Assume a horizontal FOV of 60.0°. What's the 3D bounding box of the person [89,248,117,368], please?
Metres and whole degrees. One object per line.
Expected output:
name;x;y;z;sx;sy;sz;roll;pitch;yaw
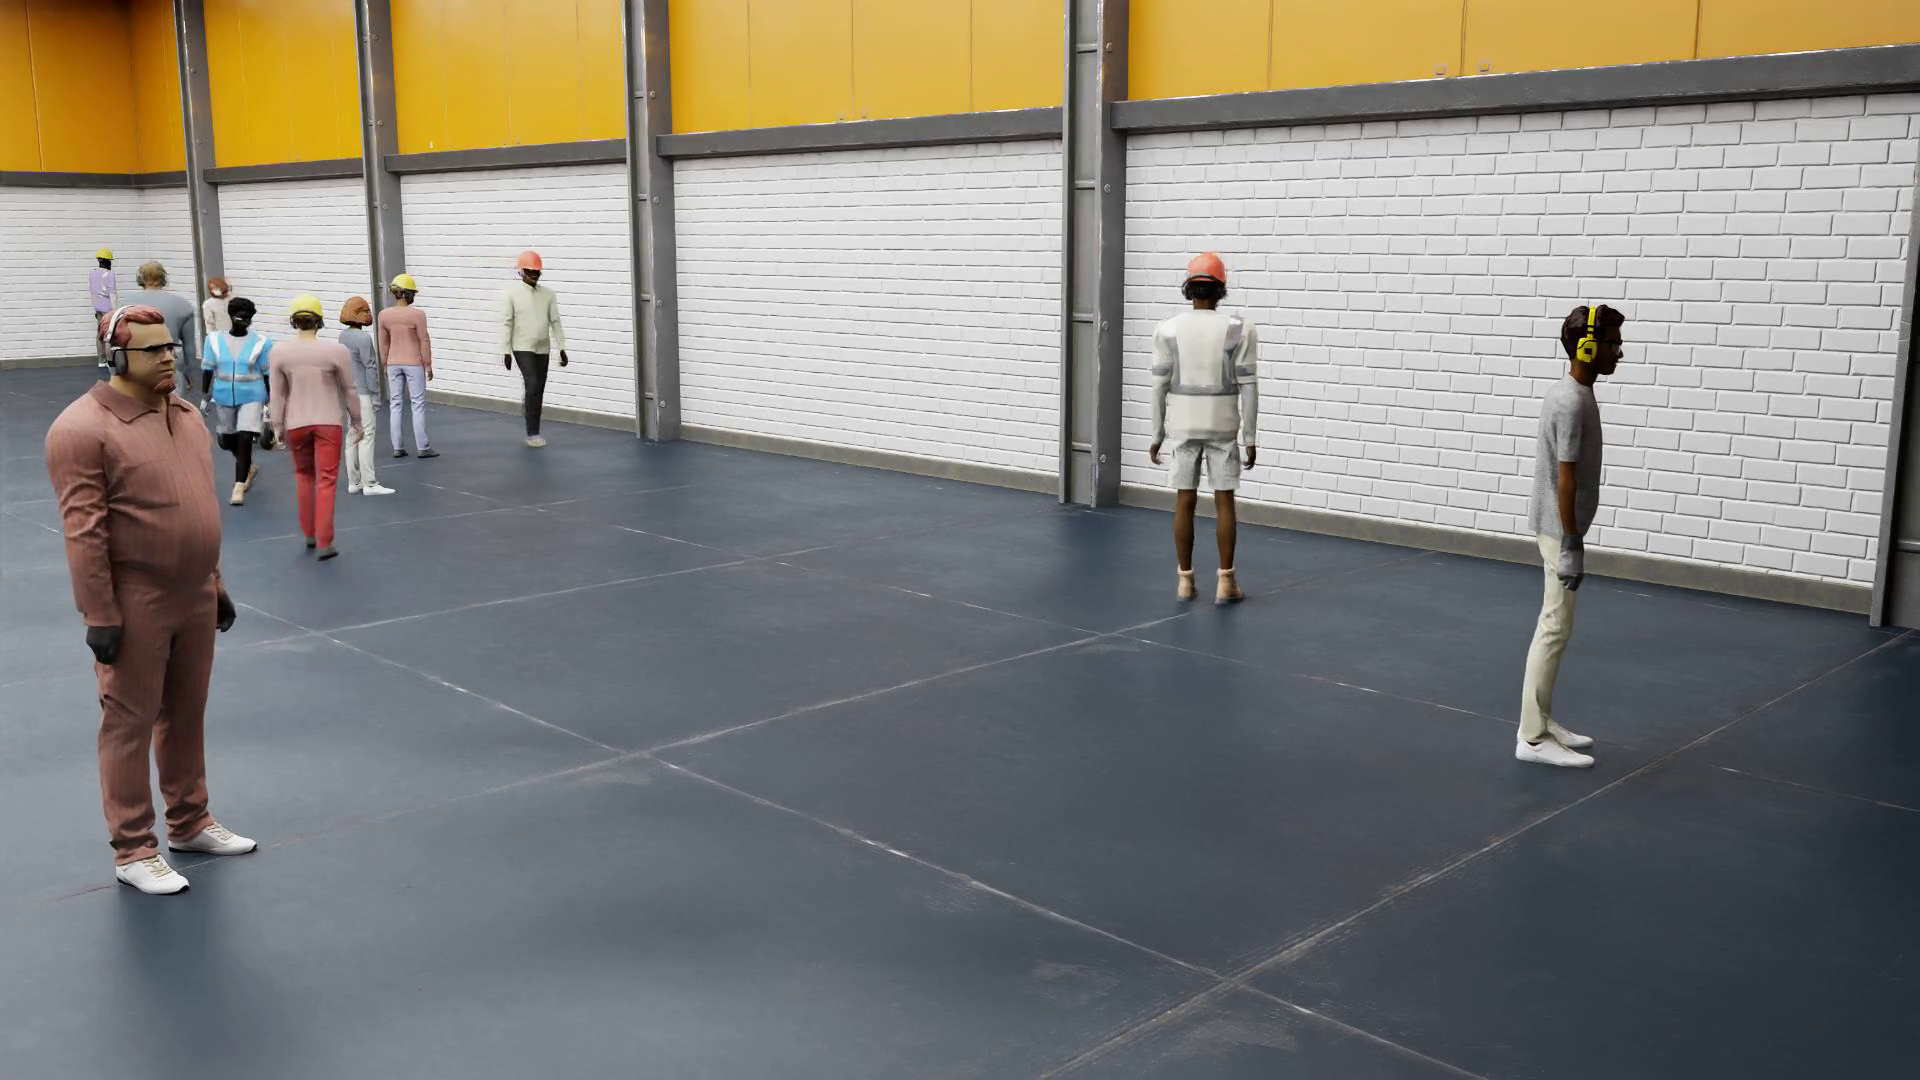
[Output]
person;-13.759;-3.733;26.836;0.588;1.918;0.397;6;12;31

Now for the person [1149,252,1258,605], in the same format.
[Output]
person;1.411;-0.636;9.653;0.641;2.035;0.439;3;11;16

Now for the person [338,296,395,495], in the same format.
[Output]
person;-4.930;-1.186;13.715;0.497;1.636;0.284;9;14;42

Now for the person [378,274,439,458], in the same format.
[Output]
person;-5.299;-1.658;15.956;0.523;1.761;0.328;2;11;12

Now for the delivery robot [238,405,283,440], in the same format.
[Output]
delivery robot;-7.125;-1.256;16.792;0.477;0.478;0.707;0;10;0

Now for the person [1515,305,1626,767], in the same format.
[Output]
person;2.464;-0.015;6.730;0.321;1.861;0.513;4;11;19

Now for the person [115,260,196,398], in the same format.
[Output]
person;-6.895;-1.434;14.300;0.649;1.915;0.465;-7;13;-34

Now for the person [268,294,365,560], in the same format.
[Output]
person;-4.289;-0.763;11.144;0.546;1.740;0.761;-1;10;-5

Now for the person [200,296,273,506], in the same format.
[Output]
person;-5.776;-1.137;13.384;0.561;1.654;0.806;-1;10;-6

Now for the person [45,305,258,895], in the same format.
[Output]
person;-2.637;0.186;5.494;0.407;1.910;0.638;2;11;12

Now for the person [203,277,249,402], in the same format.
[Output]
person;-9.370;-2.559;21.304;0.607;1.600;0.326;-9;14;-40

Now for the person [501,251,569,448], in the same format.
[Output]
person;-4.246;-1.913;16.784;0.747;1.970;0.617;9;14;41
